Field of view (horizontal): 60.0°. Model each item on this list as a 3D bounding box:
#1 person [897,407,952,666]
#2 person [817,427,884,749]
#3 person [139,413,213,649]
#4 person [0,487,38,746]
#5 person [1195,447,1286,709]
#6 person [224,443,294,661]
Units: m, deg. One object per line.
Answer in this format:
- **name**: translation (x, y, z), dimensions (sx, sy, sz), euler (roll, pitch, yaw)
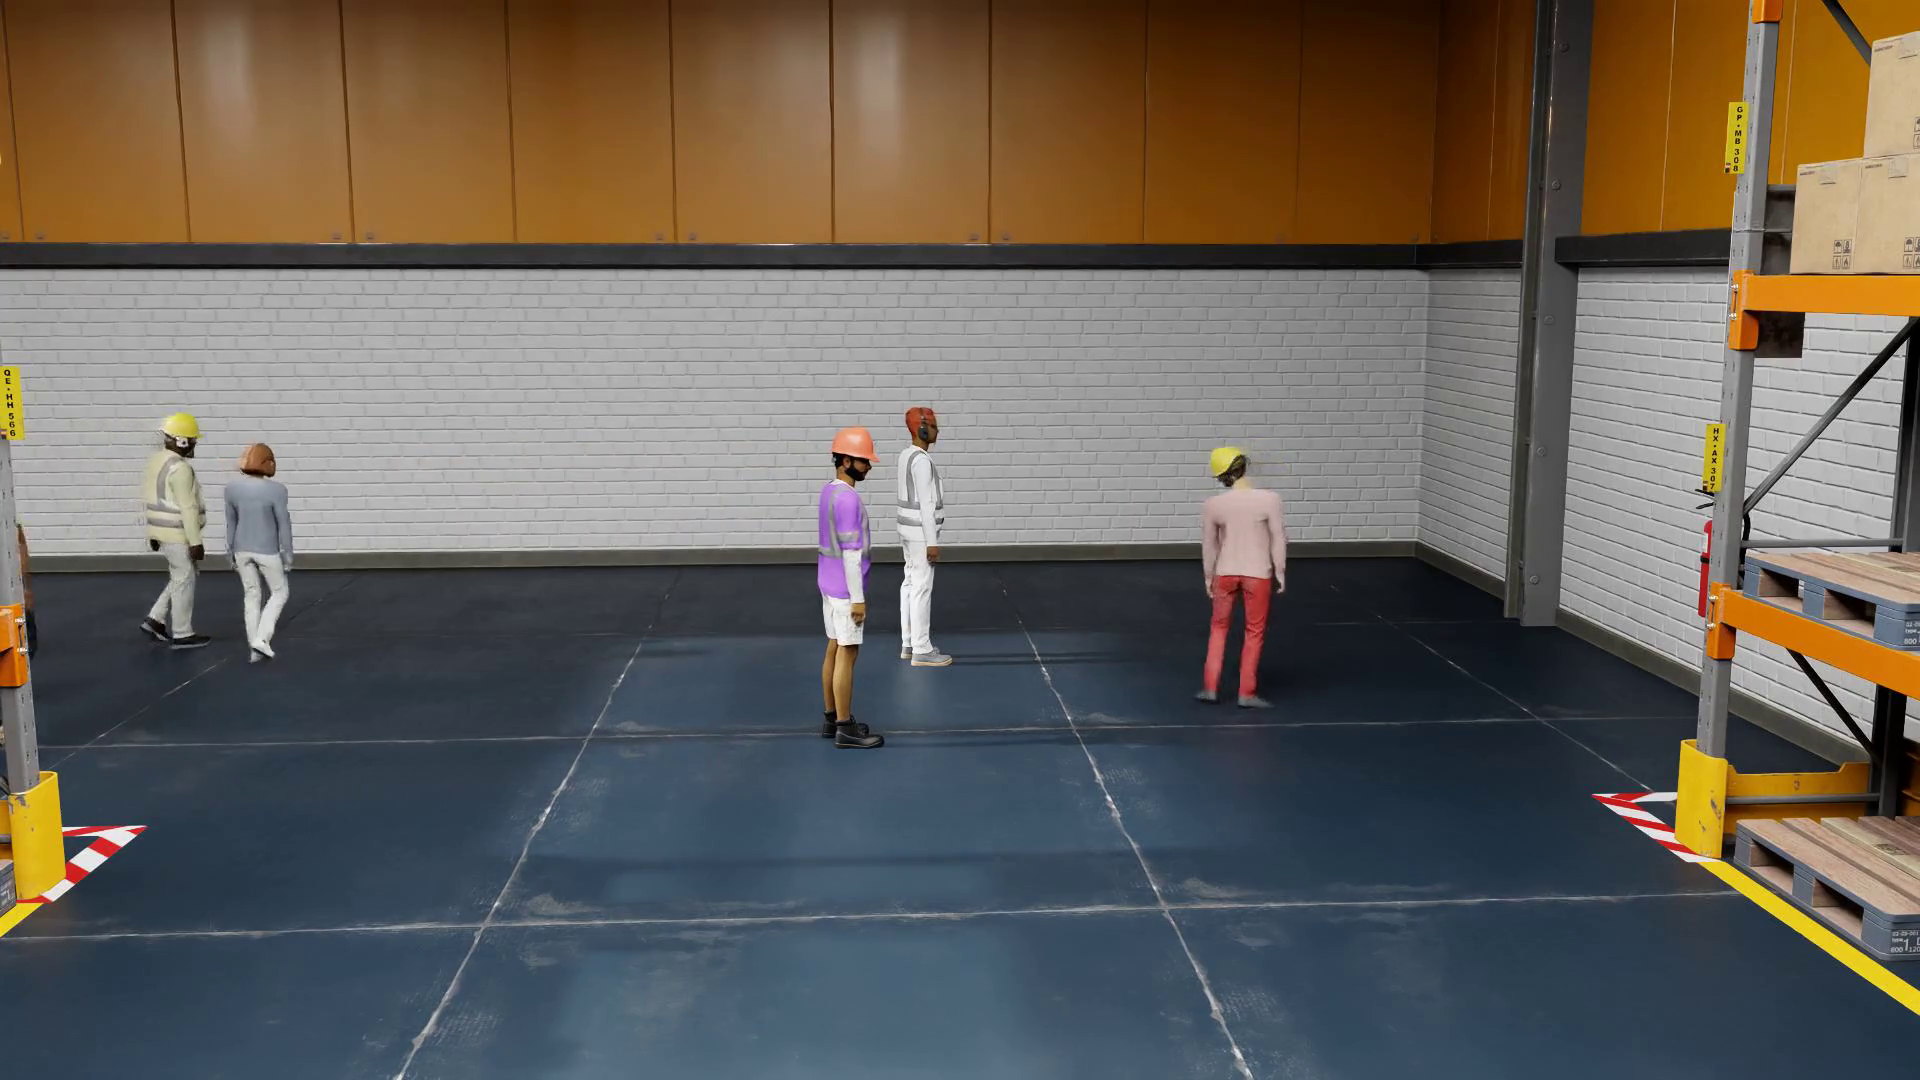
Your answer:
- **person**: translation (-0.275, -0.028, 12.122), dimensions (0.355, 1.884, 0.575), euler (-3, 9, -16)
- **person**: translation (-0.665, 0.285, 10.016), dimensions (0.374, 1.929, 0.542), euler (-3, 9, -17)
- **person**: translation (-5.900, -0.059, 12.554), dimensions (0.437, 1.808, 0.604), euler (-7, 12, -38)
- **person**: translation (-5.848, 0.251, 9.881), dimensions (0.712, 2.000, 0.601), euler (1, 9, 3)
- **person**: translation (1.815, 0.264, 10.853), dimensions (0.602, 1.727, 0.352), euler (5, 10, 26)
- **person**: translation (-5.122, 0.102, 12.143), dimensions (0.538, 1.616, 0.382), euler (1, 9, 7)
